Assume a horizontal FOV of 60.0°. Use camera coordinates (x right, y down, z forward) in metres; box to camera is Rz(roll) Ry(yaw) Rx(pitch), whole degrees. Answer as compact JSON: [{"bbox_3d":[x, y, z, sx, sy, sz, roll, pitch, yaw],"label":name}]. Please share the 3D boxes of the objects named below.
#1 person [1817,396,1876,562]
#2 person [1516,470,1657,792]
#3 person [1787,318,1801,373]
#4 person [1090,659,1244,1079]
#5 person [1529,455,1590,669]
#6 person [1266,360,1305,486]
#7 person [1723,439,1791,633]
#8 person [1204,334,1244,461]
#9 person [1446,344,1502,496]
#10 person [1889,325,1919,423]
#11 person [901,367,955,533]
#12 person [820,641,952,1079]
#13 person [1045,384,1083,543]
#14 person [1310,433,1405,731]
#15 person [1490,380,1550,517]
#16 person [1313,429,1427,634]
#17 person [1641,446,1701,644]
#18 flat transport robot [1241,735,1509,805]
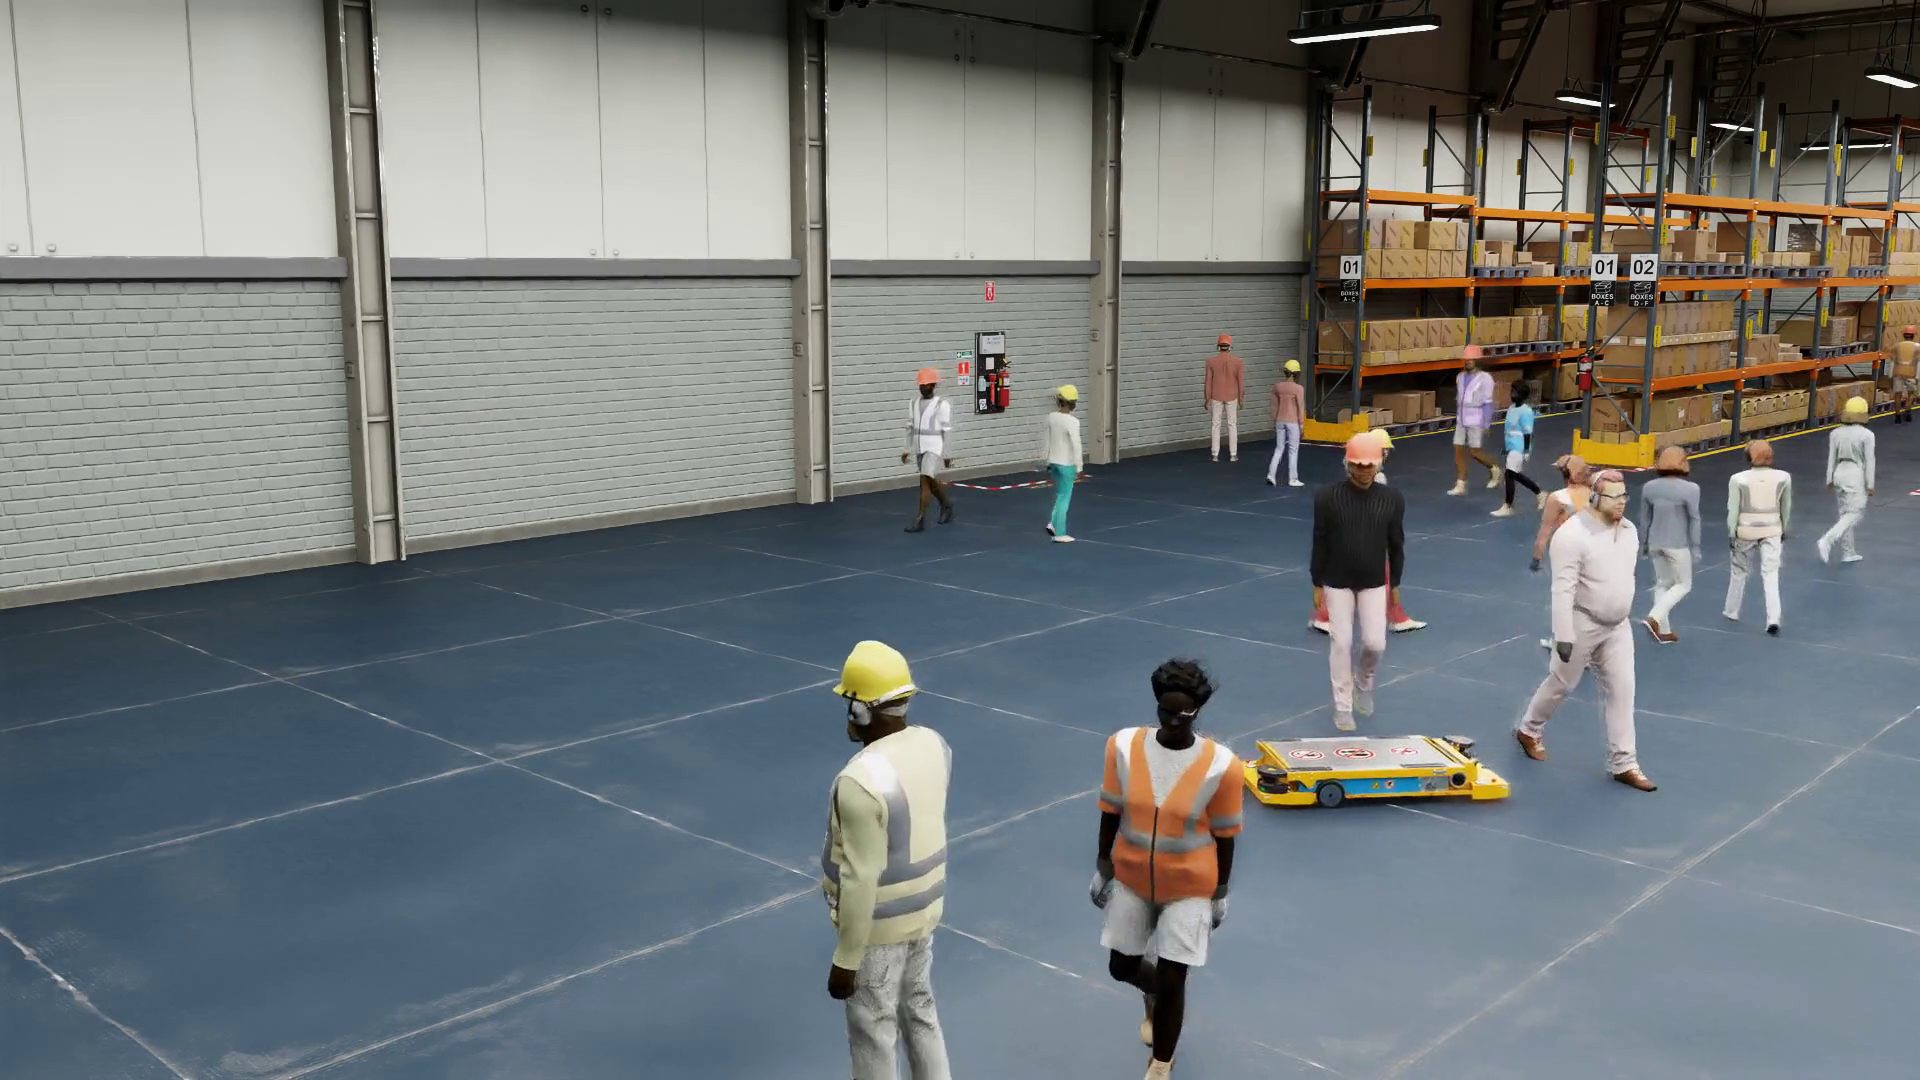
[{"bbox_3d":[9.065,-0.609,17.007,0.716,1.720,0.490,-4,10,-22],"label":"person"},{"bbox_3d":[3.742,0.489,9.937,0.658,1.862,0.980,-4,10,-23],"label":"person"},{"bbox_3d":[18.300,-3.884,36.390,0.530,1.919,0.580,-7,12,-38],"label":"person"},{"bbox_3d":[0.767,1.215,6.032,0.545,1.678,0.527,4,10,25],"label":"person"},{"bbox_3d":[4.642,0.148,12.766,0.531,1.603,0.767,-4,10,-25],"label":"person"},{"bbox_3d":[4.518,-1.609,23.050,0.559,1.761,0.530,-8,12,-40],"label":"person"},{"bbox_3d":[6.714,-0.044,13.968,0.520,1.596,0.854,2,10,12],"label":"person"},{"bbox_3d":[4.135,-2.225,26.058,0.618,1.990,0.394,1,9,4],"label":"person"},{"bbox_3d":[6.855,-1.591,22.117,0.757,2.024,0.611,-5,10,-27],"label":"person"},{"bbox_3d":[18.419,-3.229,32.411,0.552,1.921,0.615,6,11,33],"label":"person"},{"bbox_3d":[-0.332,-1.072,19.337,0.545,1.900,0.961,8,12,41],"label":"person"},{"bbox_3d":[-0.238,1.239,5.485,0.447,1.827,0.619,5,10,27],"label":"person"},{"bbox_3d":[1.165,-0.838,18.312,0.379,1.750,0.559,-6,11,-32],"label":"person"},{"bbox_3d":[2.597,0.272,10.913,0.613,1.976,0.476,1,9,5],"label":"person"},{"bbox_3d":[6.850,-1.114,20.220,0.731,1.674,0.531,0,9,-1],"label":"person"},{"bbox_3d":[3.372,-0.054,13.693,0.958,1.711,0.528,1,9,4],"label":"person"},{"bbox_3d":[5.650,0.053,13.299,0.461,1.615,0.511,-6,11,-32],"label":"person"},{"bbox_3d":[2.366,1.325,9.656,1.431,0.197,0.652,-1,9,-5],"label":"flat transport robot"}]
